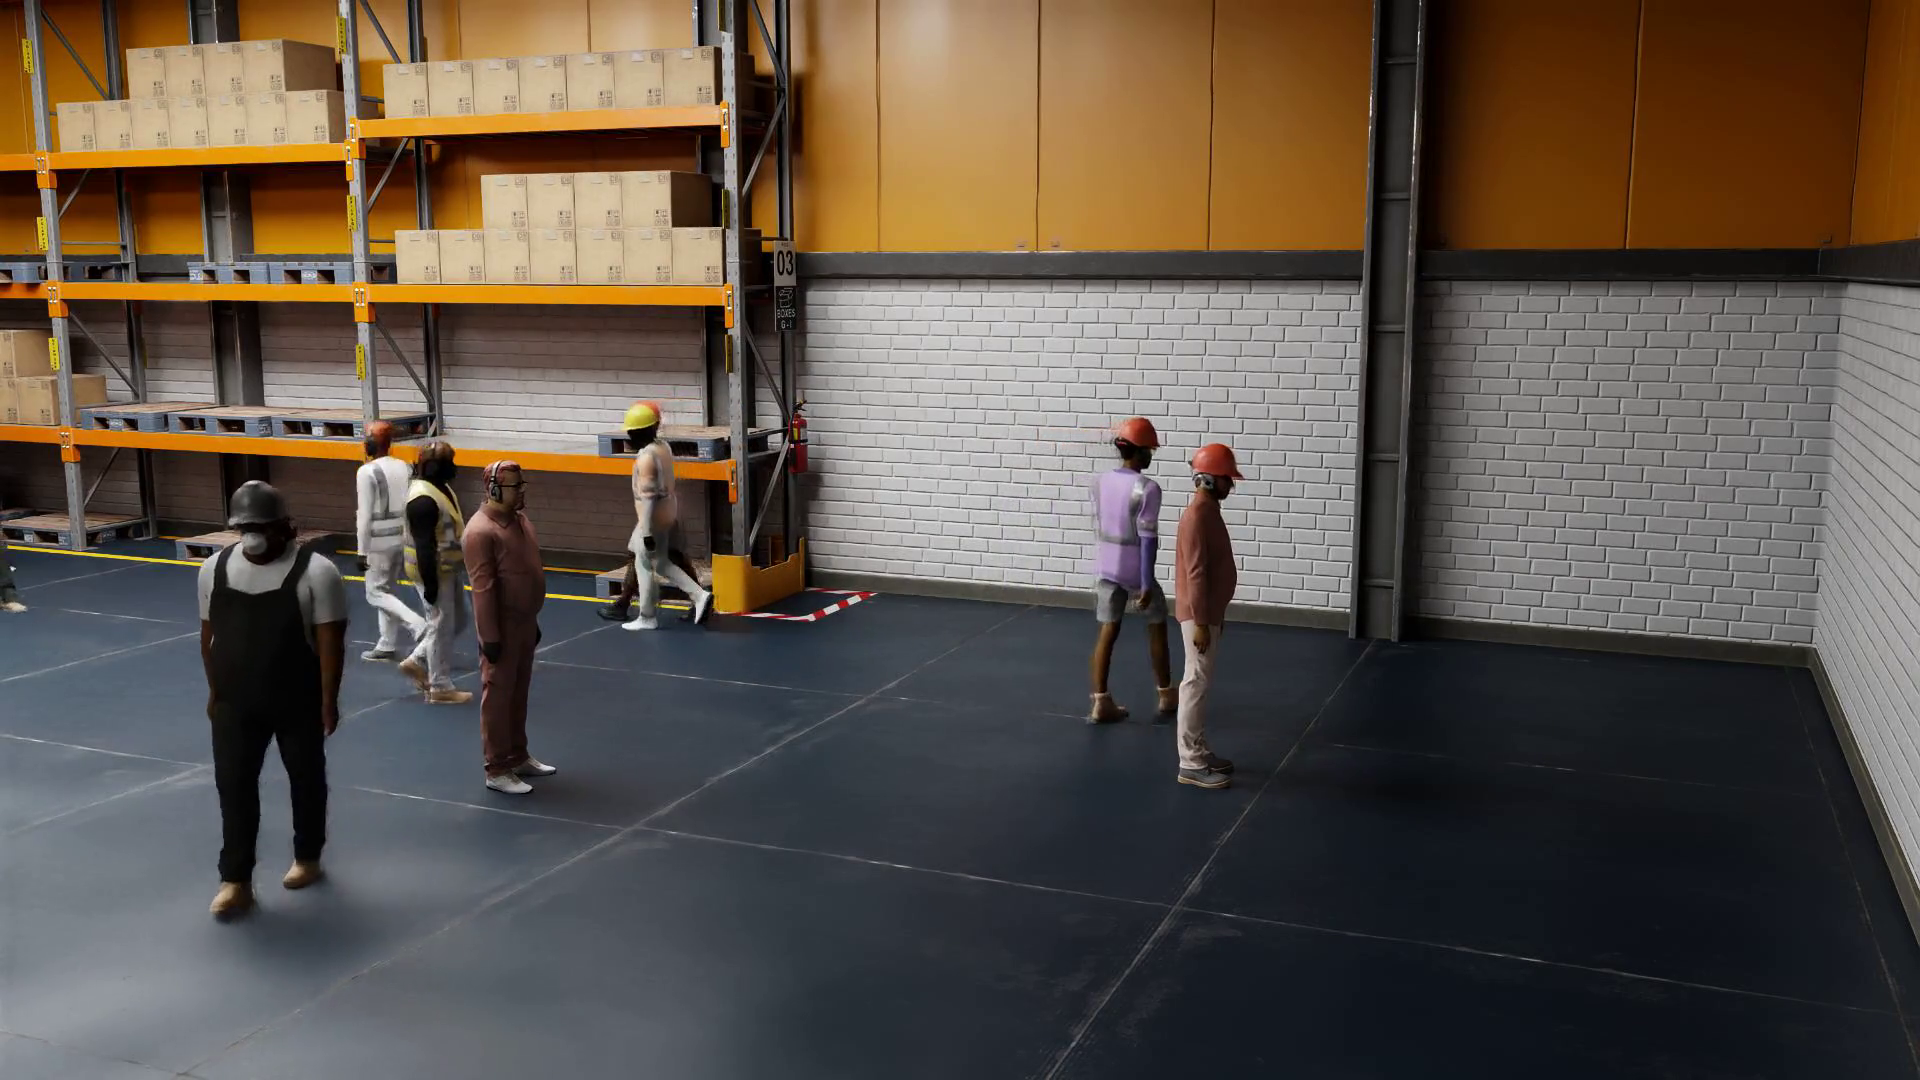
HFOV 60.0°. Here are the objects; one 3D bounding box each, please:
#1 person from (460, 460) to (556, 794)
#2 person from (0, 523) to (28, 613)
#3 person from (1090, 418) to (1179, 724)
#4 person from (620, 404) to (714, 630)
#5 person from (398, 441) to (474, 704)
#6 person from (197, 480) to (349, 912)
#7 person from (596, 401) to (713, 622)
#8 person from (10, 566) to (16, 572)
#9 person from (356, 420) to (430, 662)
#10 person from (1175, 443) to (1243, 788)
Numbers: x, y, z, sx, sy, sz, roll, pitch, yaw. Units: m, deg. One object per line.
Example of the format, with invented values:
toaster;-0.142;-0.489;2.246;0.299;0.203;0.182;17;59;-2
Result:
person;-2.585;0.489;9.589;0.408;1.908;0.641;1;9;7
person;-8.593;-0.245;14.379;0.865;1.805;0.518;4;10;25
person;1.207;0.197;11.042;0.896;2.014;0.620;-9;13;-42
person;-2.431;-0.169;13.597;0.697;1.897;0.622;1;9;8
person;-3.595;0.227;11.413;0.464;1.826;0.647;-1;9;-6
person;-3.264;0.717;7.798;0.712;2.000;0.832;0;9;-2
person;-2.559;-0.229;14.016;1.014;1.885;0.564;2;10;14
person;-9.574;-0.555;16.090;0.737;1.843;0.525;3;10;17
person;-4.236;0.034;12.461;0.685;1.869;0.574;3;10;16
person;1.435;0.428;9.693;0.380;1.993;0.610;2;10;14
